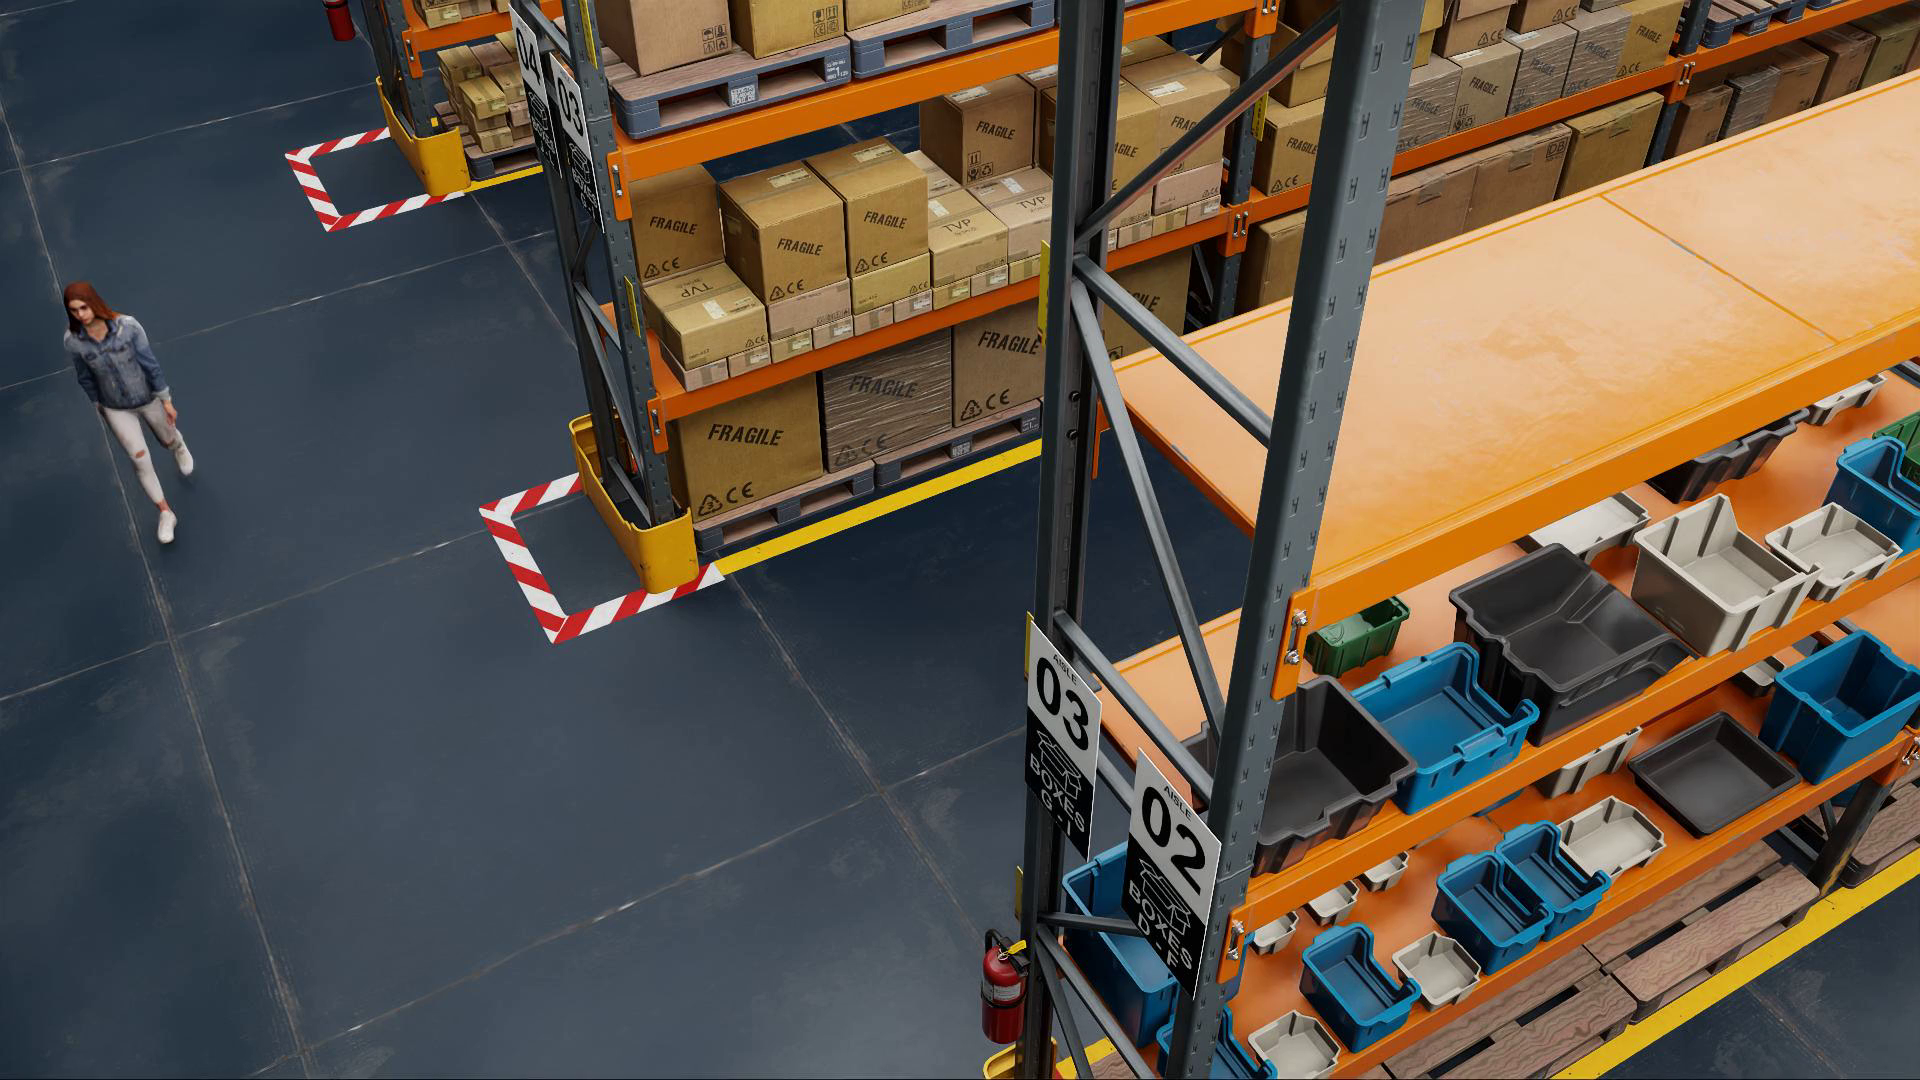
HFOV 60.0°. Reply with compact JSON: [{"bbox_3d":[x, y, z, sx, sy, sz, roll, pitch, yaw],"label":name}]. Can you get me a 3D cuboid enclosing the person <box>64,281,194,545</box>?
[{"bbox_3d":[-4.851,-0.847,9.791,1.025,1.675,0.761,-16,45,-16],"label":"person"}]
